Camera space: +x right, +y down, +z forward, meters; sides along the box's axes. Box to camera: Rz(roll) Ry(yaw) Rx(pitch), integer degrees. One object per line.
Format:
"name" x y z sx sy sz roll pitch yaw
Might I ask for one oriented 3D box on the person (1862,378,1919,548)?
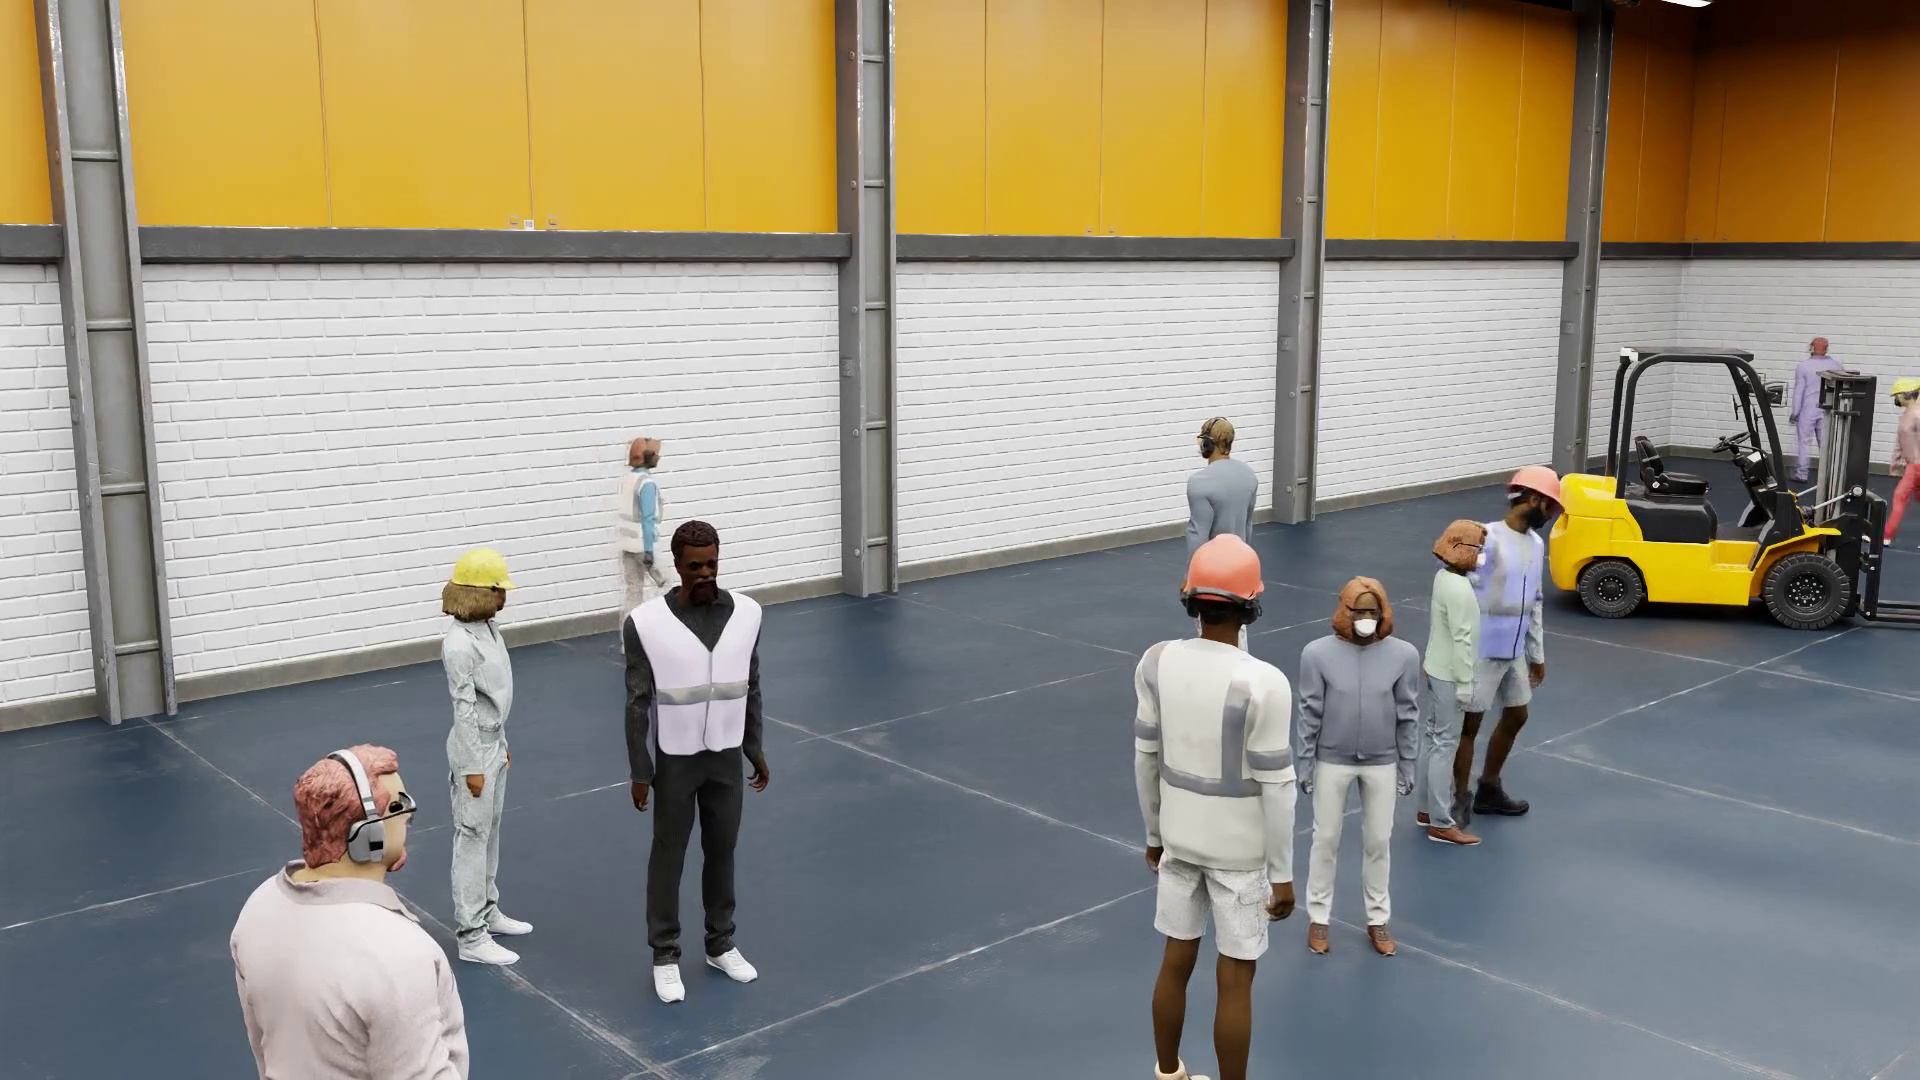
"person" 9.542 -0.753 16.692 0.890 1.717 0.548 3 10 15

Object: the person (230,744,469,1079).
"person" -1.274 1.380 3.651 0.642 1.909 0.410 7 12 37

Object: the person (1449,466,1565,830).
"person" 2.717 0.572 8.488 0.695 1.893 0.374 -6 11 -32

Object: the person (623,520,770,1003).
"person" -1.056 0.860 6.665 0.597 1.916 0.371 -7 12 -34

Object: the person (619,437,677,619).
"person" -2.296 0.054 12.234 0.443 1.619 0.504 -7 12 -34

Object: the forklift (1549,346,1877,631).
"forklift" 6.109 -0.478 13.691 2.313 2.155 1.214 3 10 16

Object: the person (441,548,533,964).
"person" -1.993 0.893 6.989 0.302 1.742 0.486 0 10 -3

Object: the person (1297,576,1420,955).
"person" 1.669 0.948 7.007 0.502 1.626 0.281 1 10 4

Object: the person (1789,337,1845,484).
"person" 11.087 -1.681 21.581 0.651 1.904 0.403 0 10 -3

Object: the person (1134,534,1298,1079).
"person" 0.857 0.994 5.505 0.366 2.046 0.614 -9 13 -43

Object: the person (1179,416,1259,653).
"person" 1.623 0.183 10.566 0.373 1.940 0.627 9 13 43

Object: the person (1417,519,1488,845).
"person" 2.494 0.703 8.414 0.286 1.632 0.500 1 10 5
